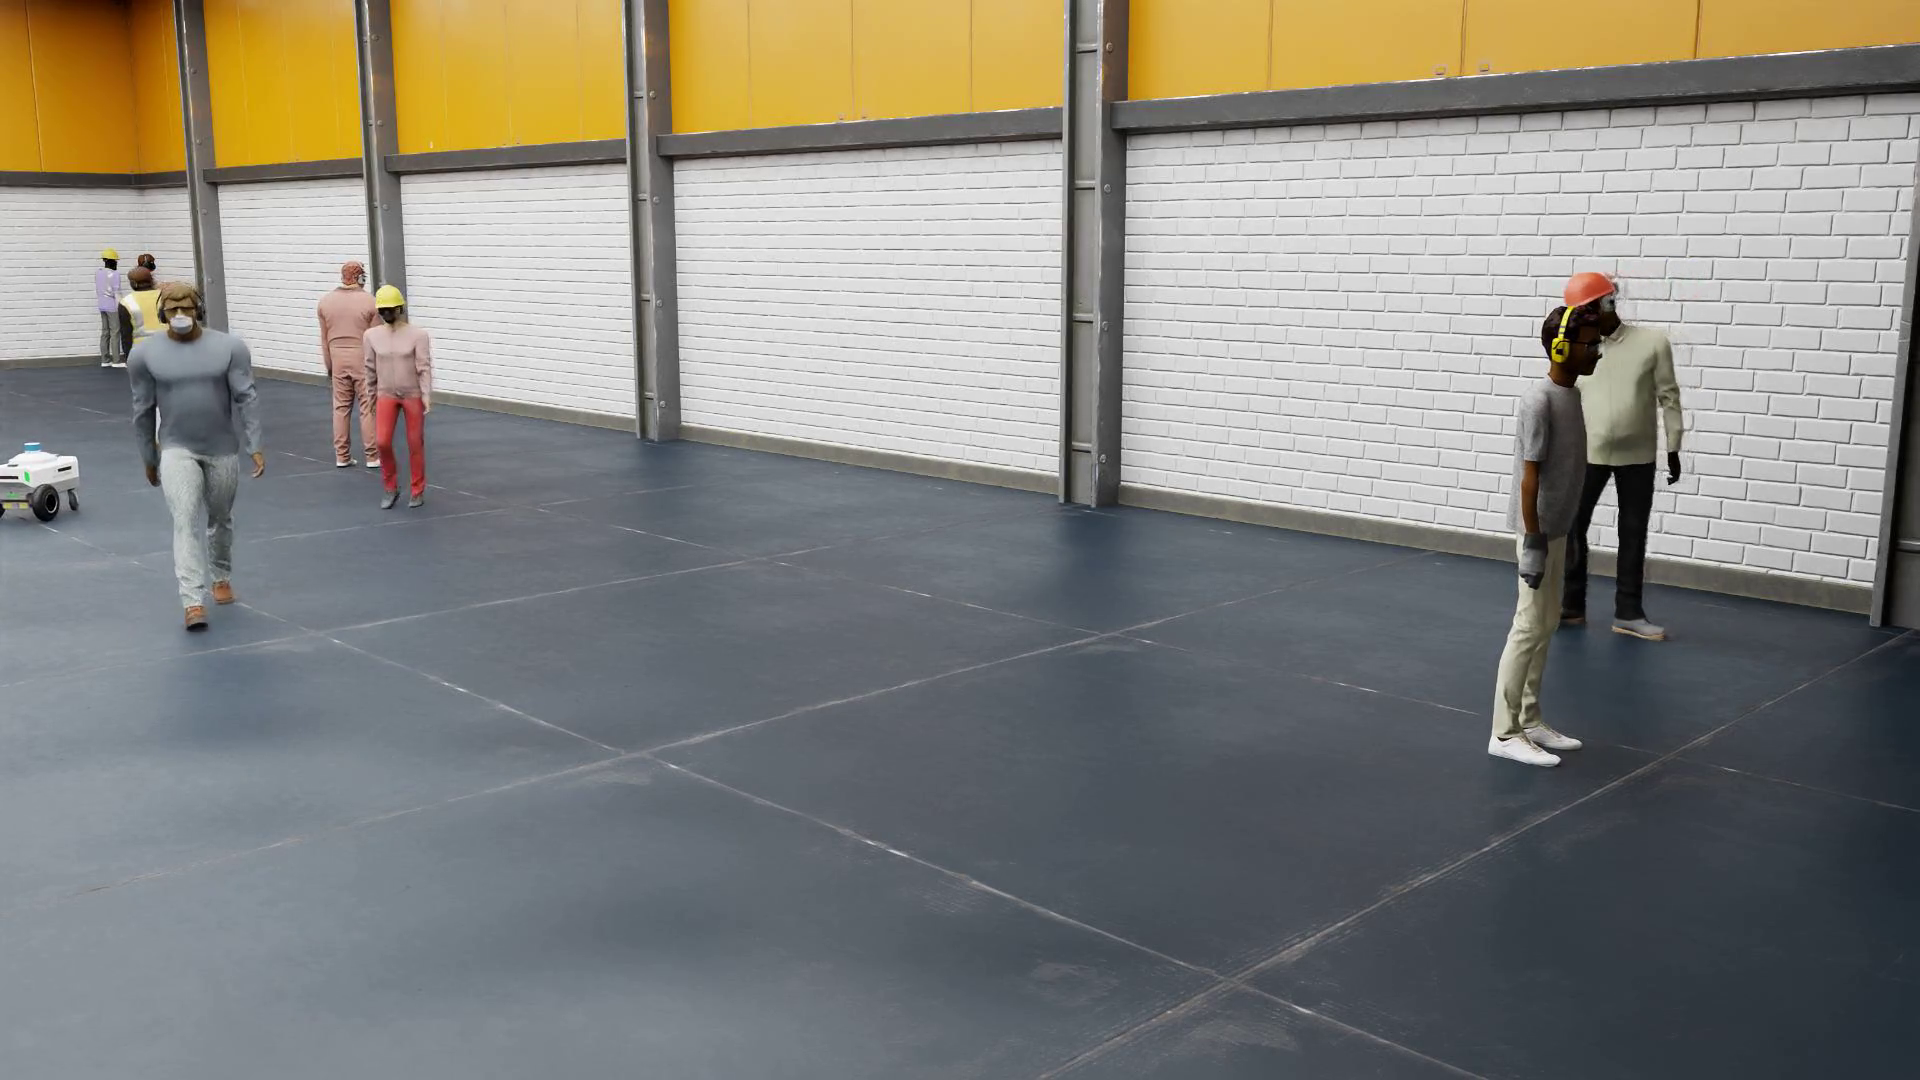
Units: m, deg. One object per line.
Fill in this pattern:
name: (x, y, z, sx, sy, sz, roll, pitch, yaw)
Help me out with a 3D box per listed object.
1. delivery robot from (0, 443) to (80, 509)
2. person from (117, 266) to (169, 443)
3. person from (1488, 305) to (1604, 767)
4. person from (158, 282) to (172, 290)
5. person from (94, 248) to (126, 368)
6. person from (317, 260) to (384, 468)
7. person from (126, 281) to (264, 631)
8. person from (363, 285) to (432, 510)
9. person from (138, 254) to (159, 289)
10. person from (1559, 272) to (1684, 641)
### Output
delivery robot: (-7.035, -0.495, 12.644, 0.477, 0.478, 0.707, 0, 10, 2)
person: (-8.195, -1.866, 16.926, 0.510, 1.821, 0.649, 10, 14, 43)
person: (2.384, -0.015, 6.732, 0.323, 1.862, 0.510, 7, 13, 34)
person: (-8.499, -1.968, 17.987, 0.283, 1.633, 0.498, 10, 14, 43)
person: (-13.710, -3.742, 26.897, 0.581, 1.918, 0.405, 6, 12, 29)
person: (-5.543, -1.605, 15.276, 0.661, 1.904, 0.401, 2, 11, 8)
person: (-4.250, -0.493, 9.288, 0.648, 1.890, 1.040, -5, 12, -27)
person: (-4.369, -1.102, 12.951, 0.539, 1.746, 0.526, -1, 10, -7)
person: (-12.624, -3.530, 25.938, 0.429, 1.845, 0.622, -8, 13, -37)
person: (3.478, -0.437, 8.816, 0.713, 1.944, 0.381, 4, 11, 22)
